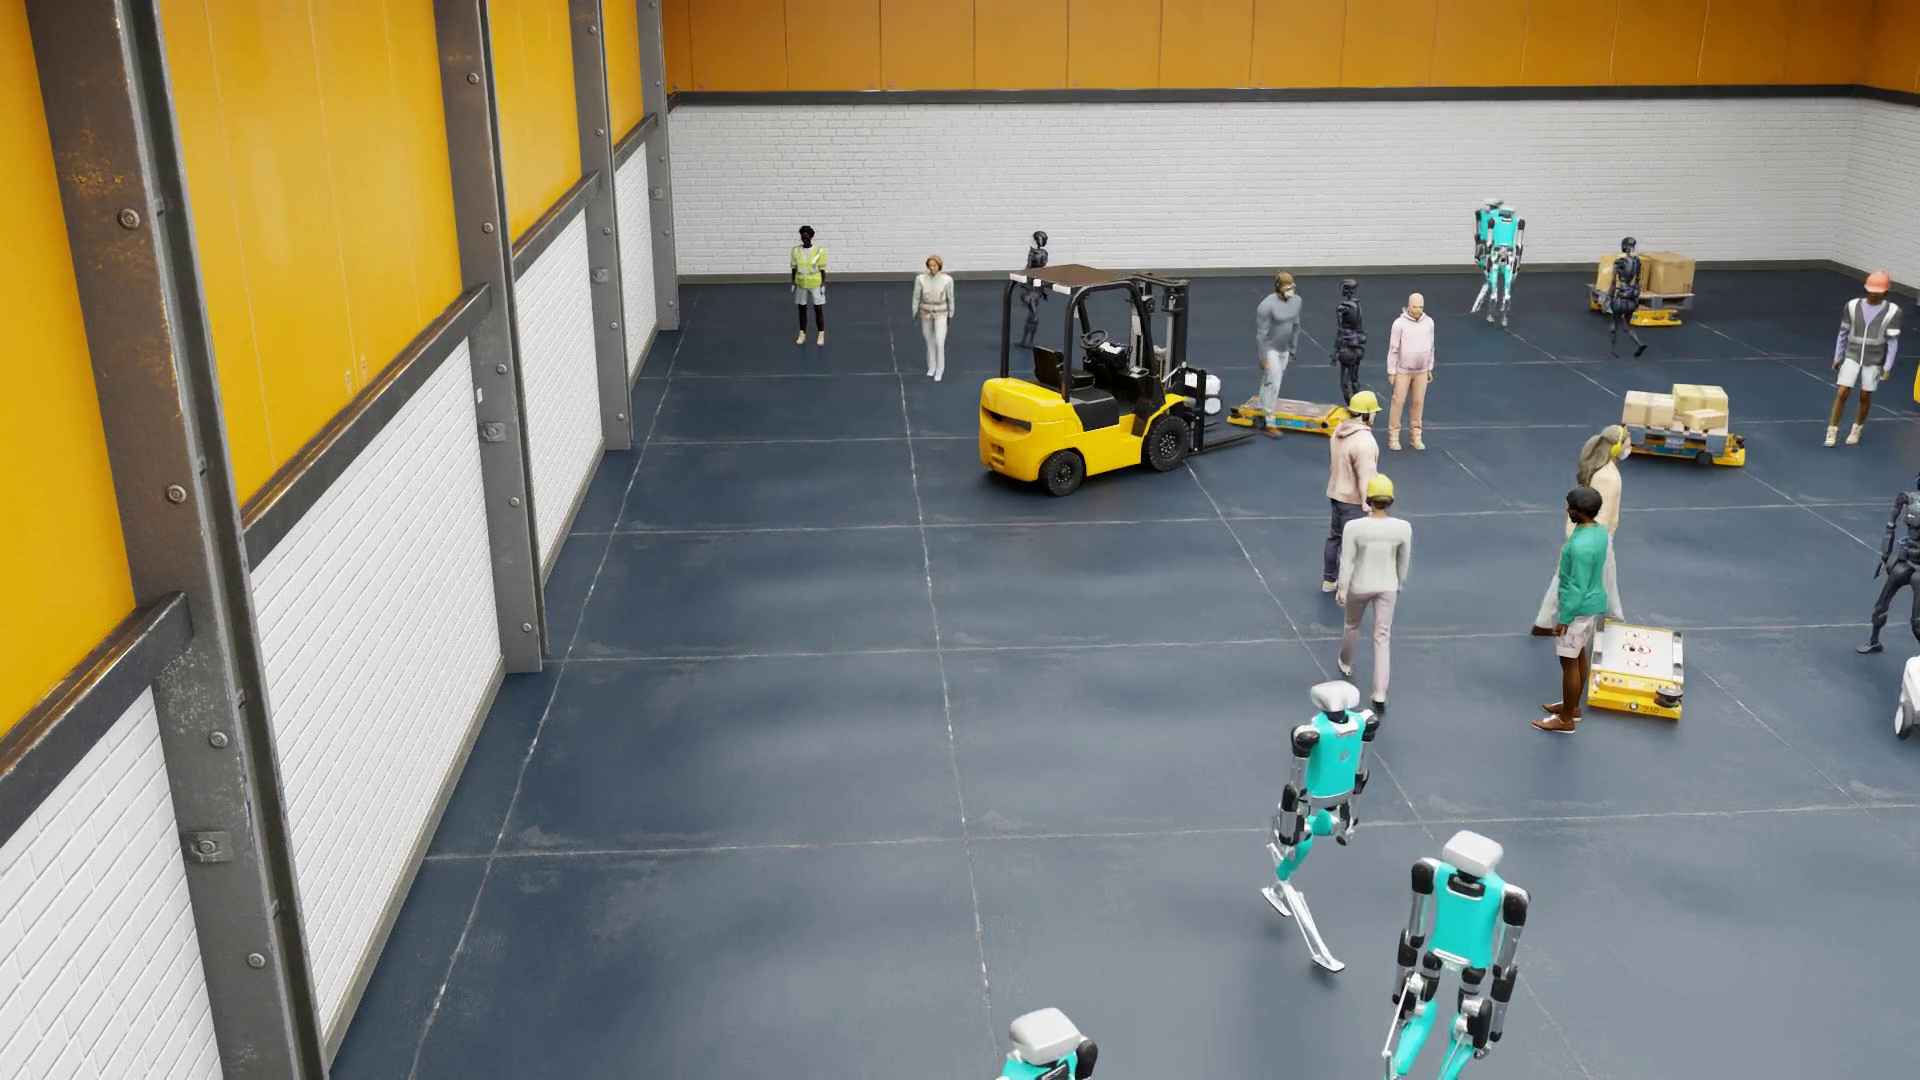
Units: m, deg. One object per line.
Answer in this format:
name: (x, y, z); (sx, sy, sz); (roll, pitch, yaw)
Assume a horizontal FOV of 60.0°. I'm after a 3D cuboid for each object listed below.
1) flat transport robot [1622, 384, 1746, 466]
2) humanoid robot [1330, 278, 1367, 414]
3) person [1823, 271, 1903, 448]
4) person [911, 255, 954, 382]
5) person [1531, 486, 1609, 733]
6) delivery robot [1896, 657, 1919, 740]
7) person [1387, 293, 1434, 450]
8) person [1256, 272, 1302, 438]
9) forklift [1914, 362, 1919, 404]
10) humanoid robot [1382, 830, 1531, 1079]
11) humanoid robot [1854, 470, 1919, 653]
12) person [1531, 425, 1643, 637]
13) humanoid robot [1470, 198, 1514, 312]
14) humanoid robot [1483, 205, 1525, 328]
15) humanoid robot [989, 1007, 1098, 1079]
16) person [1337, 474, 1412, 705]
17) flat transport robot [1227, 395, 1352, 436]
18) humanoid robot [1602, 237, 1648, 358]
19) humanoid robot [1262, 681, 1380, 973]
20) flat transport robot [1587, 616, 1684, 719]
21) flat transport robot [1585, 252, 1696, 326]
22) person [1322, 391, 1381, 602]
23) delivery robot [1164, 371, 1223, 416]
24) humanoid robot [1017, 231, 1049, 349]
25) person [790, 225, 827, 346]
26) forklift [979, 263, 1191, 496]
flat transport robot: (7.976, -1.074, 18.553); (1.431, 0.231, 0.659); (9, 22, 23)
humanoid robot: (4.680, -2.312, 19.893); (0.339, 1.643, 0.598); (17, 26, 38)
person: (10.076, -2.002, 18.551); (0.628, 2.010, 0.735); (15, 25, 36)
person: (-0.360, -2.854, 21.452); (0.527, 1.614, 0.711); (4, 21, 11)
person: (4.445, 0.502, 11.968); (0.395, 1.850, 0.494); (13, 24, 31)
delivery robot: (7.090, 1.158, 12.085); (0.499, 0.614, 0.818); (7, 21, 19)
person: (5.019, -1.889, 18.592); (0.538, 1.775, 0.405); (-3, 20, -9)
person: (3.658, -2.142, 19.099); (0.628, 1.905, 0.660); (-16, 26, -37)
forklift: (12.602, -2.435, 19.475); (2.313, 2.155, 1.214); (-1, 20, -4)
humanoid robot: (2.149, 2.211, 7.505); (0.545, 1.745, 1.025); (13, 24, 32)
humanoid robot: (7.540, 0.188, 13.085); (0.406, 1.641, 0.590); (-9, 22, -22)
person: (5.172, -0.042, 13.492); (0.906, 1.829, 0.554); (-1, 20, -3)
humanoid robot: (8.216, -4.335, 25.391); (0.796, 1.814, 0.537); (-16, 26, -37)
humanoid robot: (7.885, -3.944, 24.192); (0.530, 1.761, 0.749); (6, 21, 15)
humanoid robot: (0.457, 2.673, 6.260); (0.538, 1.802, 0.796); (-16, 26, -38)
person: (3.123, 0.349, 12.567); (0.536, 1.716, 0.921); (1, 20, 3)
flat transport robot: (3.932, -1.454, 19.590); (1.431, 0.231, 0.659); (10, 22, 24)
humanoid robot: (9.035, -3.238, 22.437); (0.609, 1.643, 0.533); (-11, 23, -28)
humanoid robot: (1.912, 1.521, 9.405); (0.536, 1.754, 1.032); (-9, 22, -23)
flat transport robot: (5.266, 0.980, 12.958); (0.659, 0.231, 1.431); (8, 22, 20)
flat transport robot: (10.186, -3.462, 25.060); (0.659, 0.231, 1.431); (-3, 20, -9)
person: (3.364, -0.376, 14.353); (0.432, 1.859, 0.793); (-4, 20, -10)
delivery robot: (2.769, -1.799, 20.103); (0.781, 0.587, 0.499); (-3, 20, -7)
humanoid robot: (1.025, -3.453, 23.009); (0.535, 1.641, 0.589); (10, 22, 25)
person: (-2.114, -3.562, 23.270); (0.534, 1.692, 0.317); (5, 21, 12)
forklift: (1.315, -1.764, 17.646); (2.313, 2.155, 1.214); (-14, 24, -33)
